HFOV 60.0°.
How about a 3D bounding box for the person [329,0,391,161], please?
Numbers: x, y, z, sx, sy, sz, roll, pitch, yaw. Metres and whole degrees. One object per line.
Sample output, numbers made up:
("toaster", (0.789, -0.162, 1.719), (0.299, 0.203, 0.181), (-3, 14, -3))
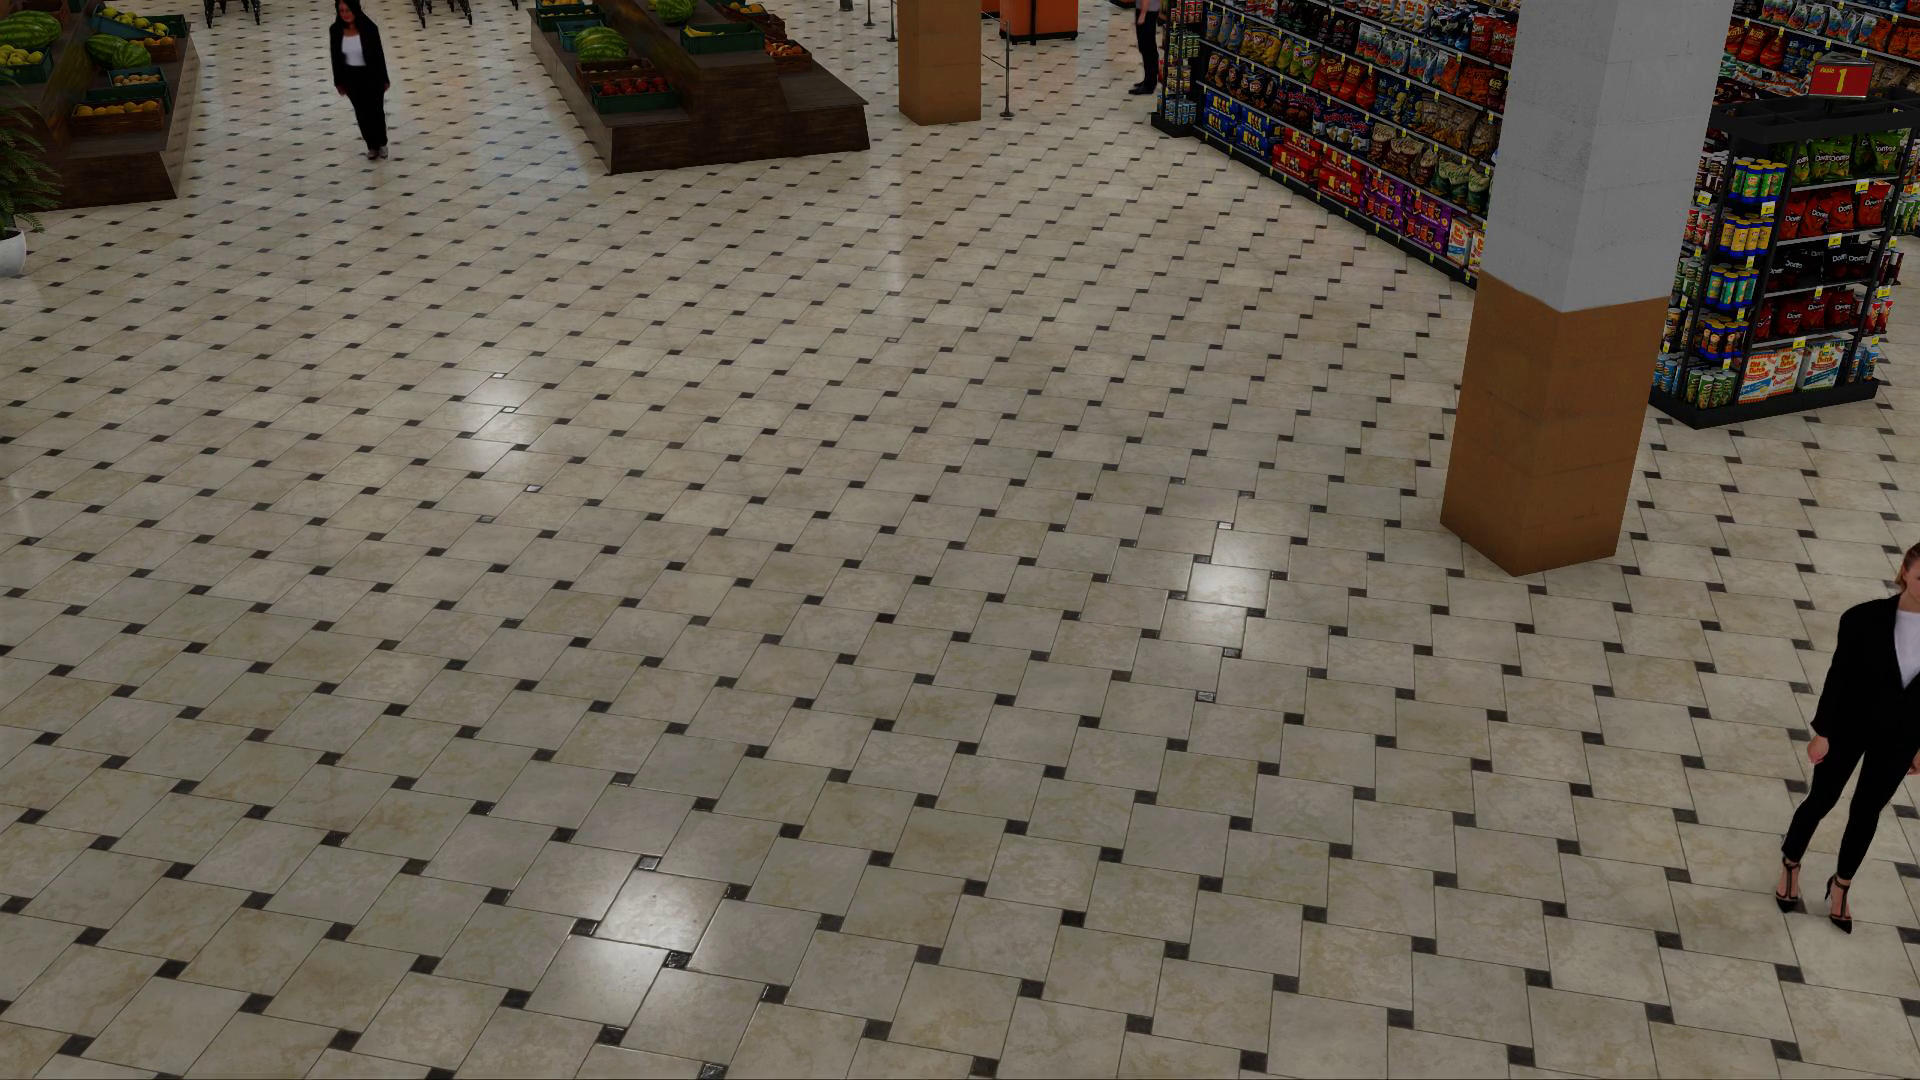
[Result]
("person", (-5.794, -4.503, 16.170), (0.708, 1.602, 0.684), (-4, 29, -8))

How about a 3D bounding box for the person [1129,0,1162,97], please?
("person", (2.094, -5.903, 18.484), (0.782, 1.842, 0.671), (8, 30, 14))

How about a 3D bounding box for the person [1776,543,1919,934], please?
("person", (3.512, 0.750, 6.437), (0.703, 1.708, 0.719), (6, 29, 11))
